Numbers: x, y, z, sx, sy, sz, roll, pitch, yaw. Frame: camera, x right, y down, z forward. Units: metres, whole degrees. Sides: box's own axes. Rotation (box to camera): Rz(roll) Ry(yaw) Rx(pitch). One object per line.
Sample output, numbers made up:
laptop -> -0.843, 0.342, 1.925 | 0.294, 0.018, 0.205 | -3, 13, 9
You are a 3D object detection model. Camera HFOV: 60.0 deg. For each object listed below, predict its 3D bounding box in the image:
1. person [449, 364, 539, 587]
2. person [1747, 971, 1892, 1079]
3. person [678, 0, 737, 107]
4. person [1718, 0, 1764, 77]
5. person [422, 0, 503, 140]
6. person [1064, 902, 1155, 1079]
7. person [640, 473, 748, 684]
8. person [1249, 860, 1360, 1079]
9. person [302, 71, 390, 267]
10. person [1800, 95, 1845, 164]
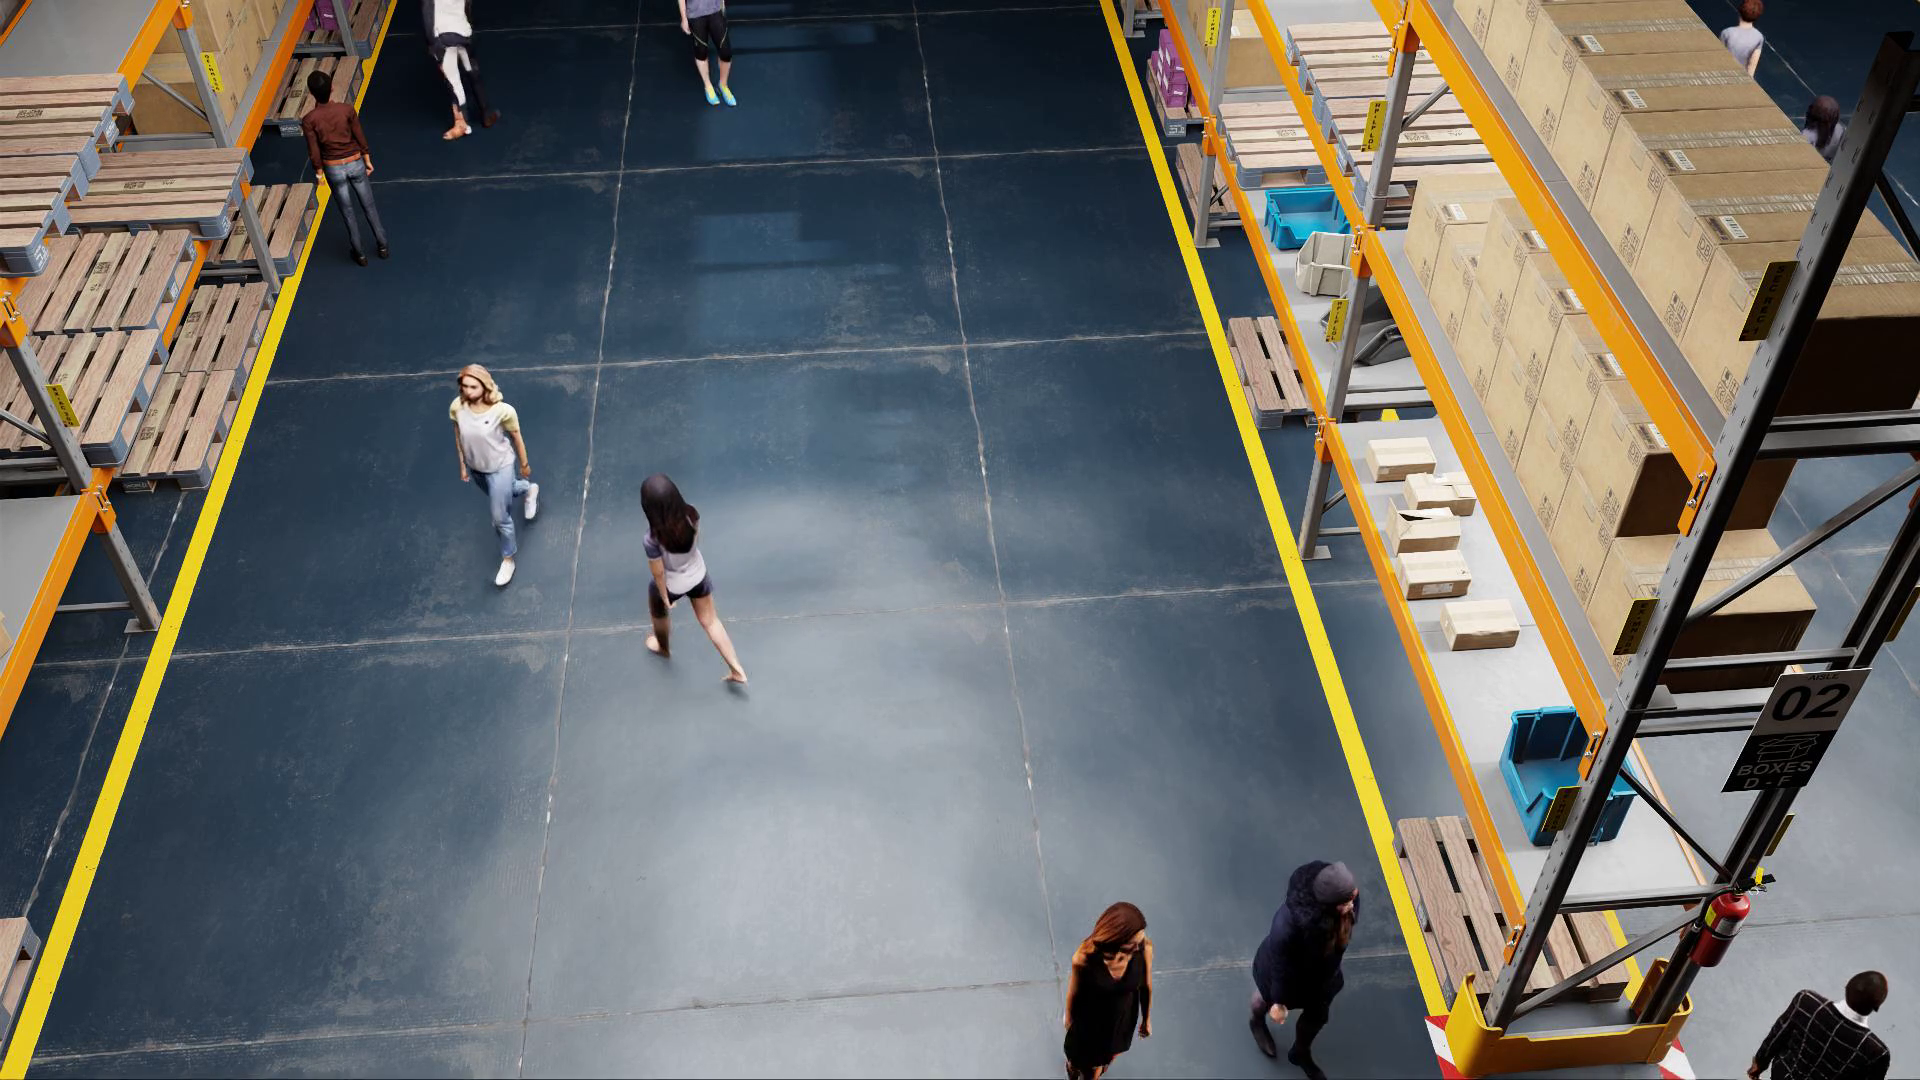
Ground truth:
person -> -3.184, -0.560, 11.452 | 0.859, 1.696, 1.174 | 8, 44, 9
person -> 3.988, 2.698, 7.974 | 1.061, 1.777, 1.231 | -21, 48, -21
person -> -2.512, -5.130, 16.125 | 0.770, 1.869, 0.786 | -18, 46, -18
person -> 7.008, -4.135, 15.244 | 0.705, 1.642, 0.804 | 6, 44, 6
person -> -4.814, -4.695, 15.677 | 0.936, 1.856, 0.882 | 19, 47, 19
person -> 0.700, 2.308, 8.352 | 0.656, 1.820, 0.719 | -11, 45, -12
person -> -1.718, 0.285, 10.583 | 1.138, 1.672, 1.042 | 34, 53, 30
person -> 1.711, 2.145, 8.644 | 0.839, 1.653, 0.897 | -18, 46, -18
person -> -5.215, -3.149, 14.108 | 0.718, 1.782, 0.684 | -22, 48, -22
person -> 7.132, -3.003, 14.100 | 0.914, 1.581, 1.123 | -19, 47, -18
